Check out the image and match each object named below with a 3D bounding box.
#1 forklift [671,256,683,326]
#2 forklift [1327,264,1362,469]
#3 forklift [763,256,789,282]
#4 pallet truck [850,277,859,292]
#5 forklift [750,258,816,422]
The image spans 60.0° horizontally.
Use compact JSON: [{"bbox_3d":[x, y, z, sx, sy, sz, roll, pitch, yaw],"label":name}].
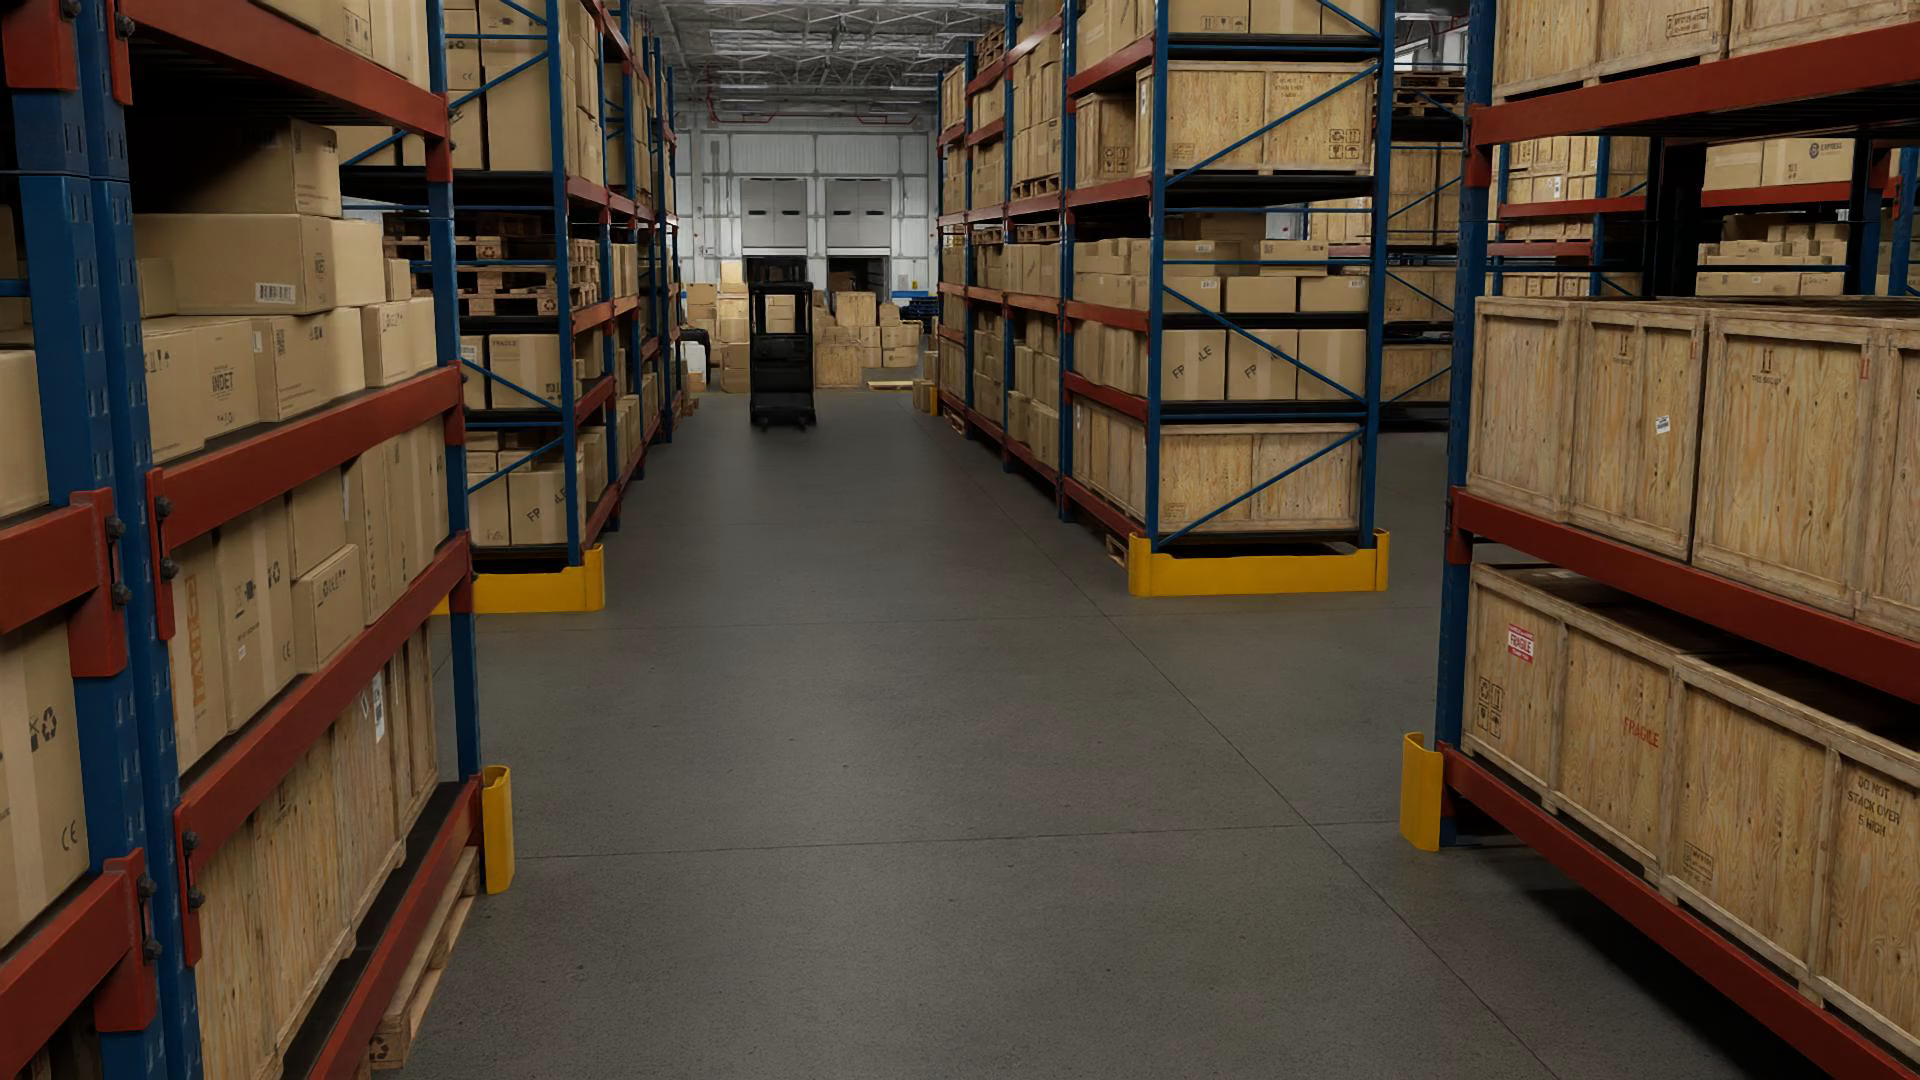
[{"bbox_3d":[-11.356,-9.574,64.303,1.129,2.768,1.873,-1,10,-7],"label":"forklift"},{"bbox_3d":[4.428,-2.248,21.651,1.129,2.768,1.873,6,12,33],"label":"forklift"},{"bbox_3d":[-6.697,-8.975,60.817,1.129,2.768,1.873,-7,12,-34],"label":"forklift"},{"bbox_3d":[-3.782,-9.391,65.808,1.885,1.965,0.823,2,10,10],"label":"pallet truck"},{"bbox_3d":[-3.136,-3.528,29.105,1.129,2.768,1.873,-1,10,-7],"label":"forklift"}]
